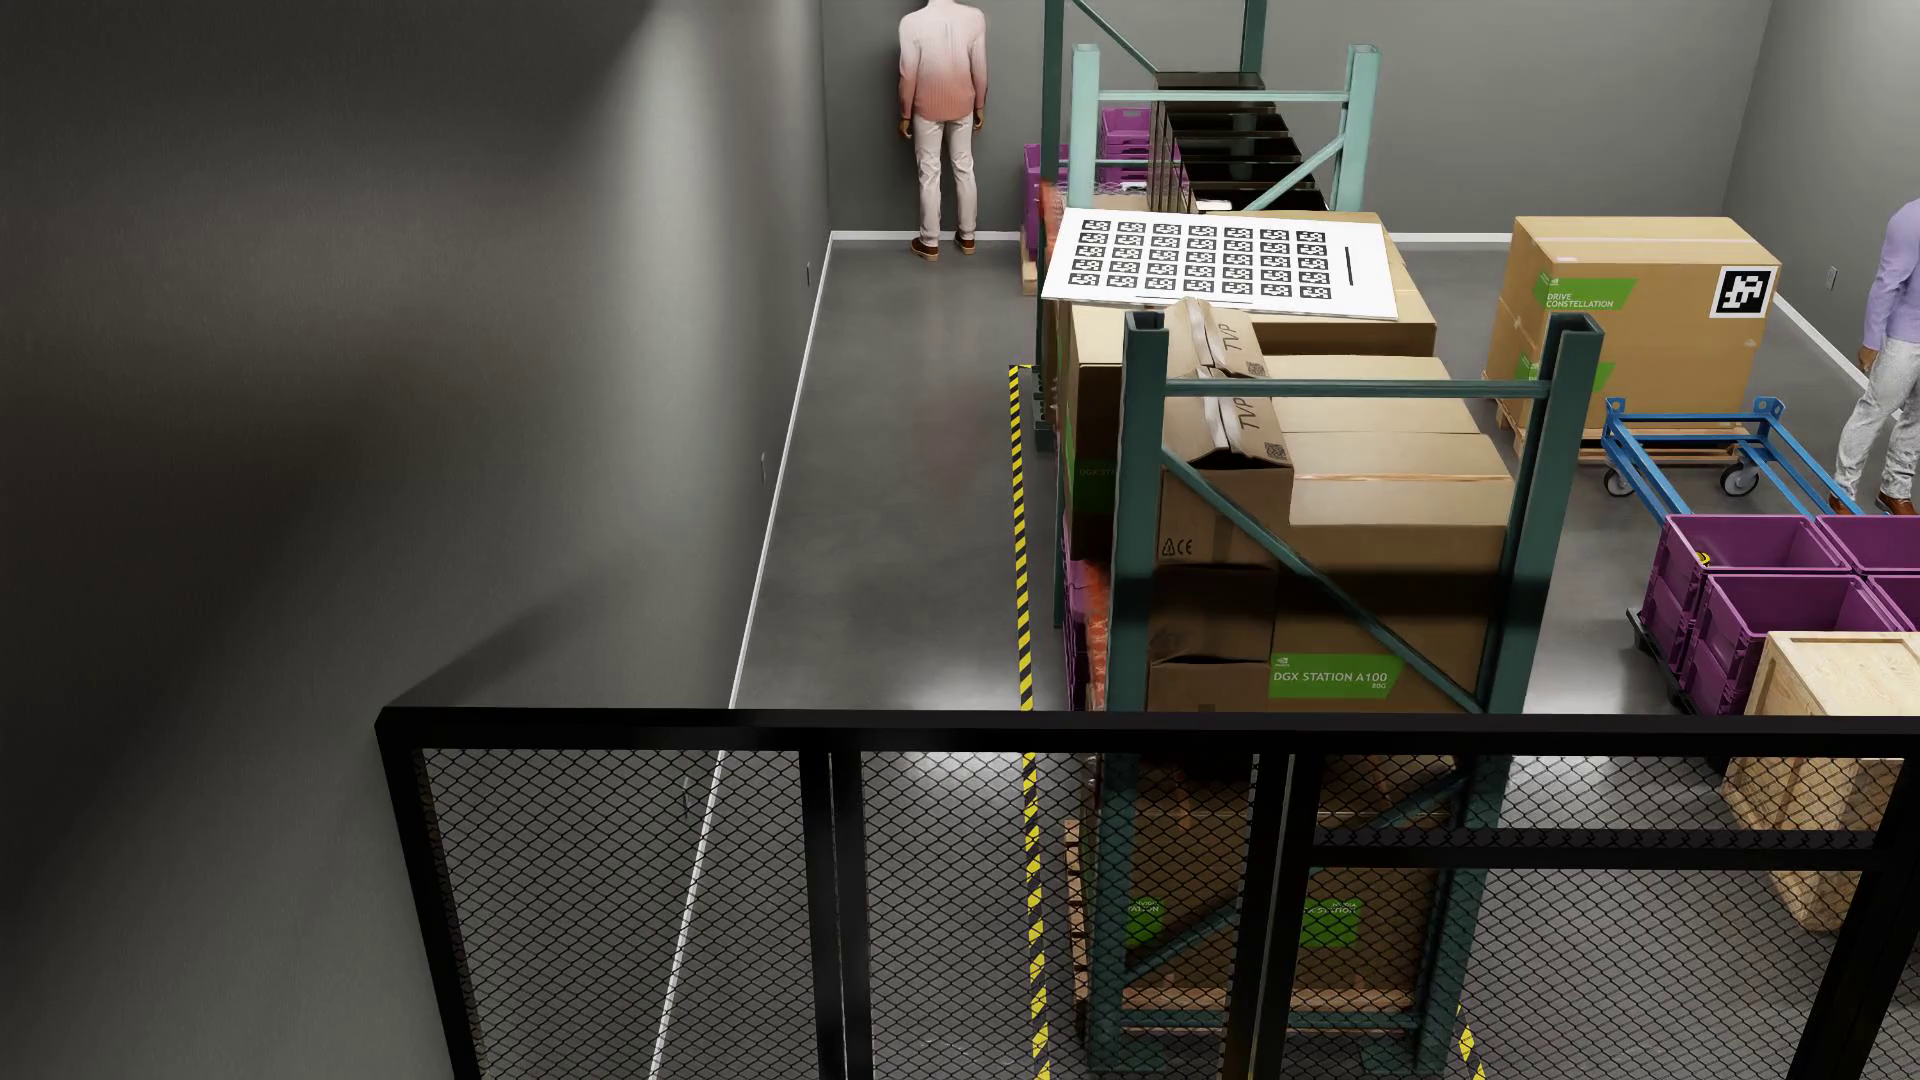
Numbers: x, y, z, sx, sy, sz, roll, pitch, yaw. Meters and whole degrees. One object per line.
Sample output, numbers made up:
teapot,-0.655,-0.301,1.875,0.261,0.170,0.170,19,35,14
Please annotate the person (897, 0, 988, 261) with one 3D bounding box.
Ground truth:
person,-0.123,-2.824,10.853,0.623,1.992,0.396,-13,33,-20

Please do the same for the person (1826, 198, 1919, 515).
person,4.524,-0.942,7.779,0.635,1.939,0.362,-1,31,-2
